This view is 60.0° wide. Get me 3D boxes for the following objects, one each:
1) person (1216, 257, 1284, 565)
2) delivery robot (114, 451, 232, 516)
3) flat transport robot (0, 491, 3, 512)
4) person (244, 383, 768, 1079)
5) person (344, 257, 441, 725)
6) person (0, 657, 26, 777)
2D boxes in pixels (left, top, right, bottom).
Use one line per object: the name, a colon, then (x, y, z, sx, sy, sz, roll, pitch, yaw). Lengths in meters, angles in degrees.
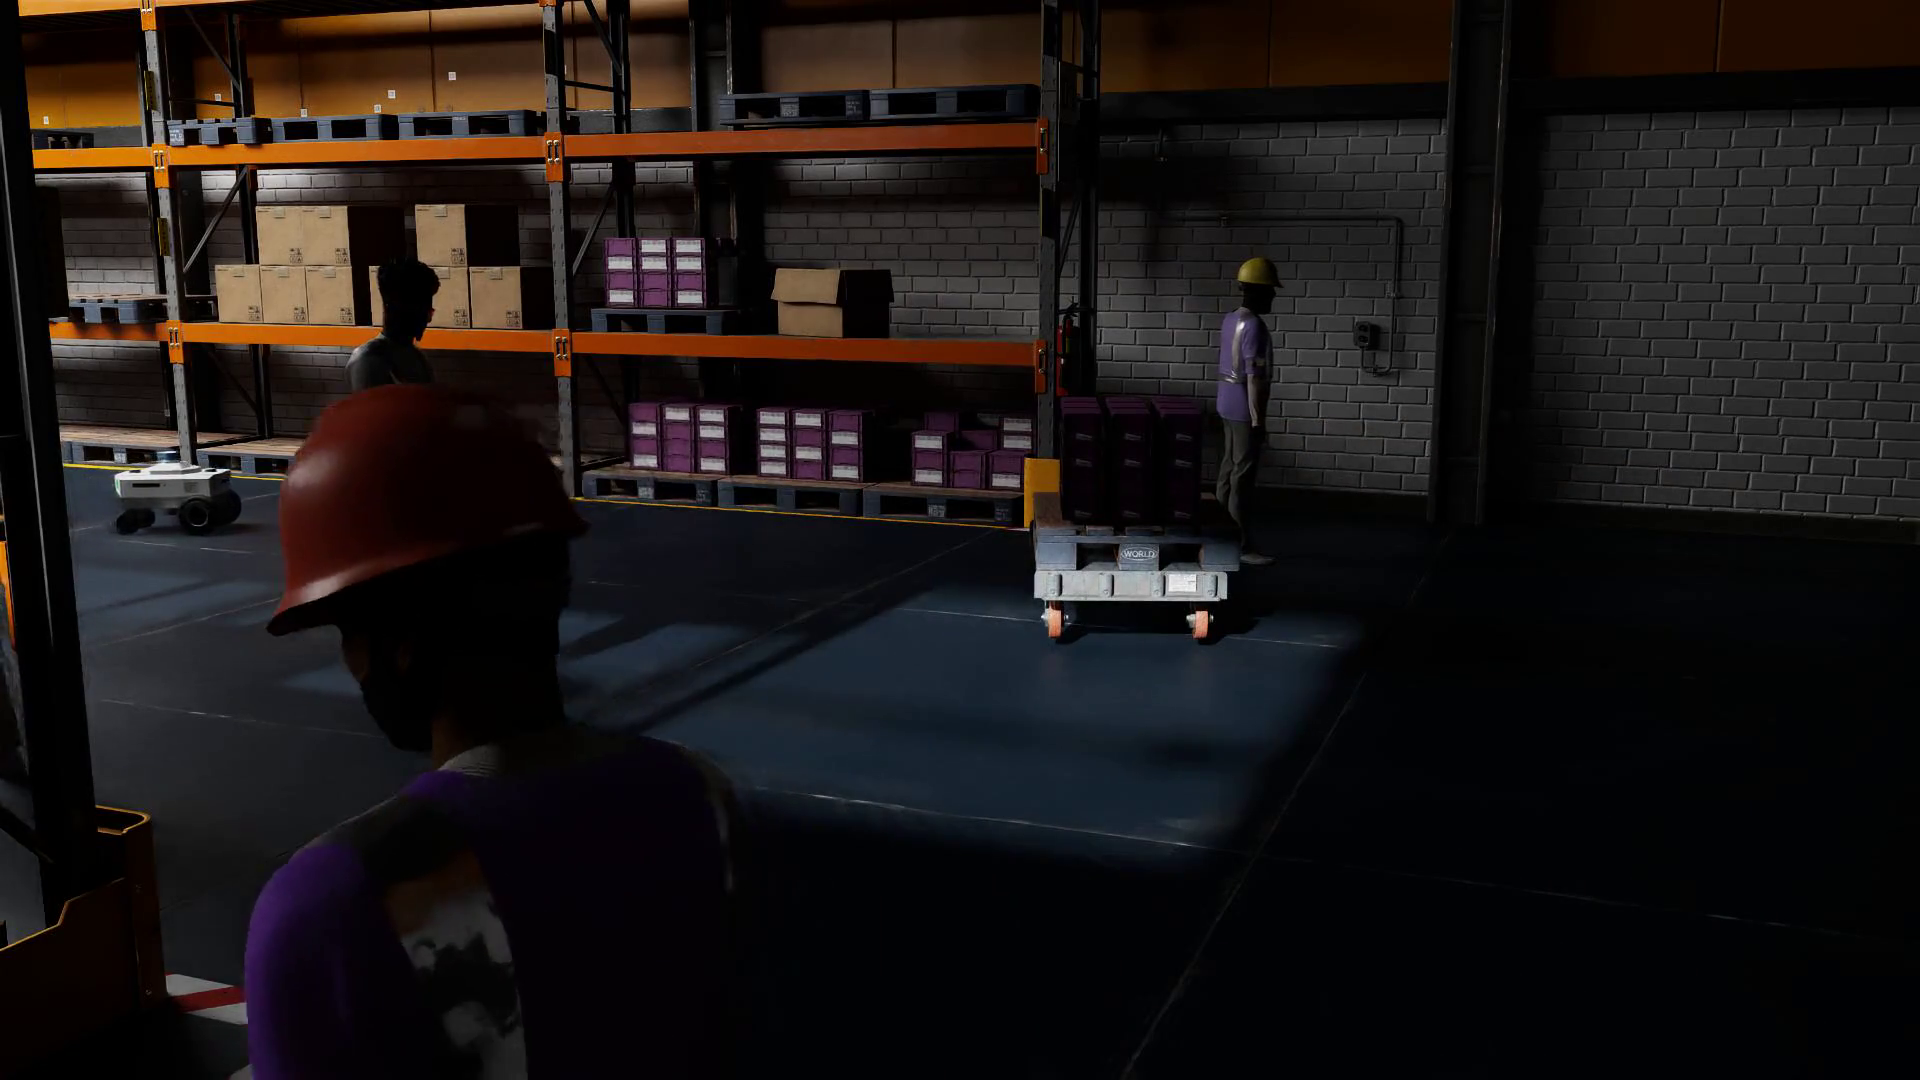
person: (1.817, -0.810, 10.497, 0.383, 1.923, 0.590, -1, 10, -7)
delivery robot: (-5.510, -0.380, 11.654, 0.707, 0.478, 0.477, -1, 10, -4)
flat transport robot: (-7.141, -0.192, 11.658, 1.431, 0.197, 0.652, -6, 12, -30)
person: (-0.417, 0.815, 1.515, 0.468, 1.896, 0.591, 6, 12, 31)
person: (-2.327, -0.199, 6.997, 0.384, 1.959, 0.600, 0, 10, 1)
person: (-3.908, 0.114, 6.284, 0.878, 1.591, 0.526, 6, 12, 32)
